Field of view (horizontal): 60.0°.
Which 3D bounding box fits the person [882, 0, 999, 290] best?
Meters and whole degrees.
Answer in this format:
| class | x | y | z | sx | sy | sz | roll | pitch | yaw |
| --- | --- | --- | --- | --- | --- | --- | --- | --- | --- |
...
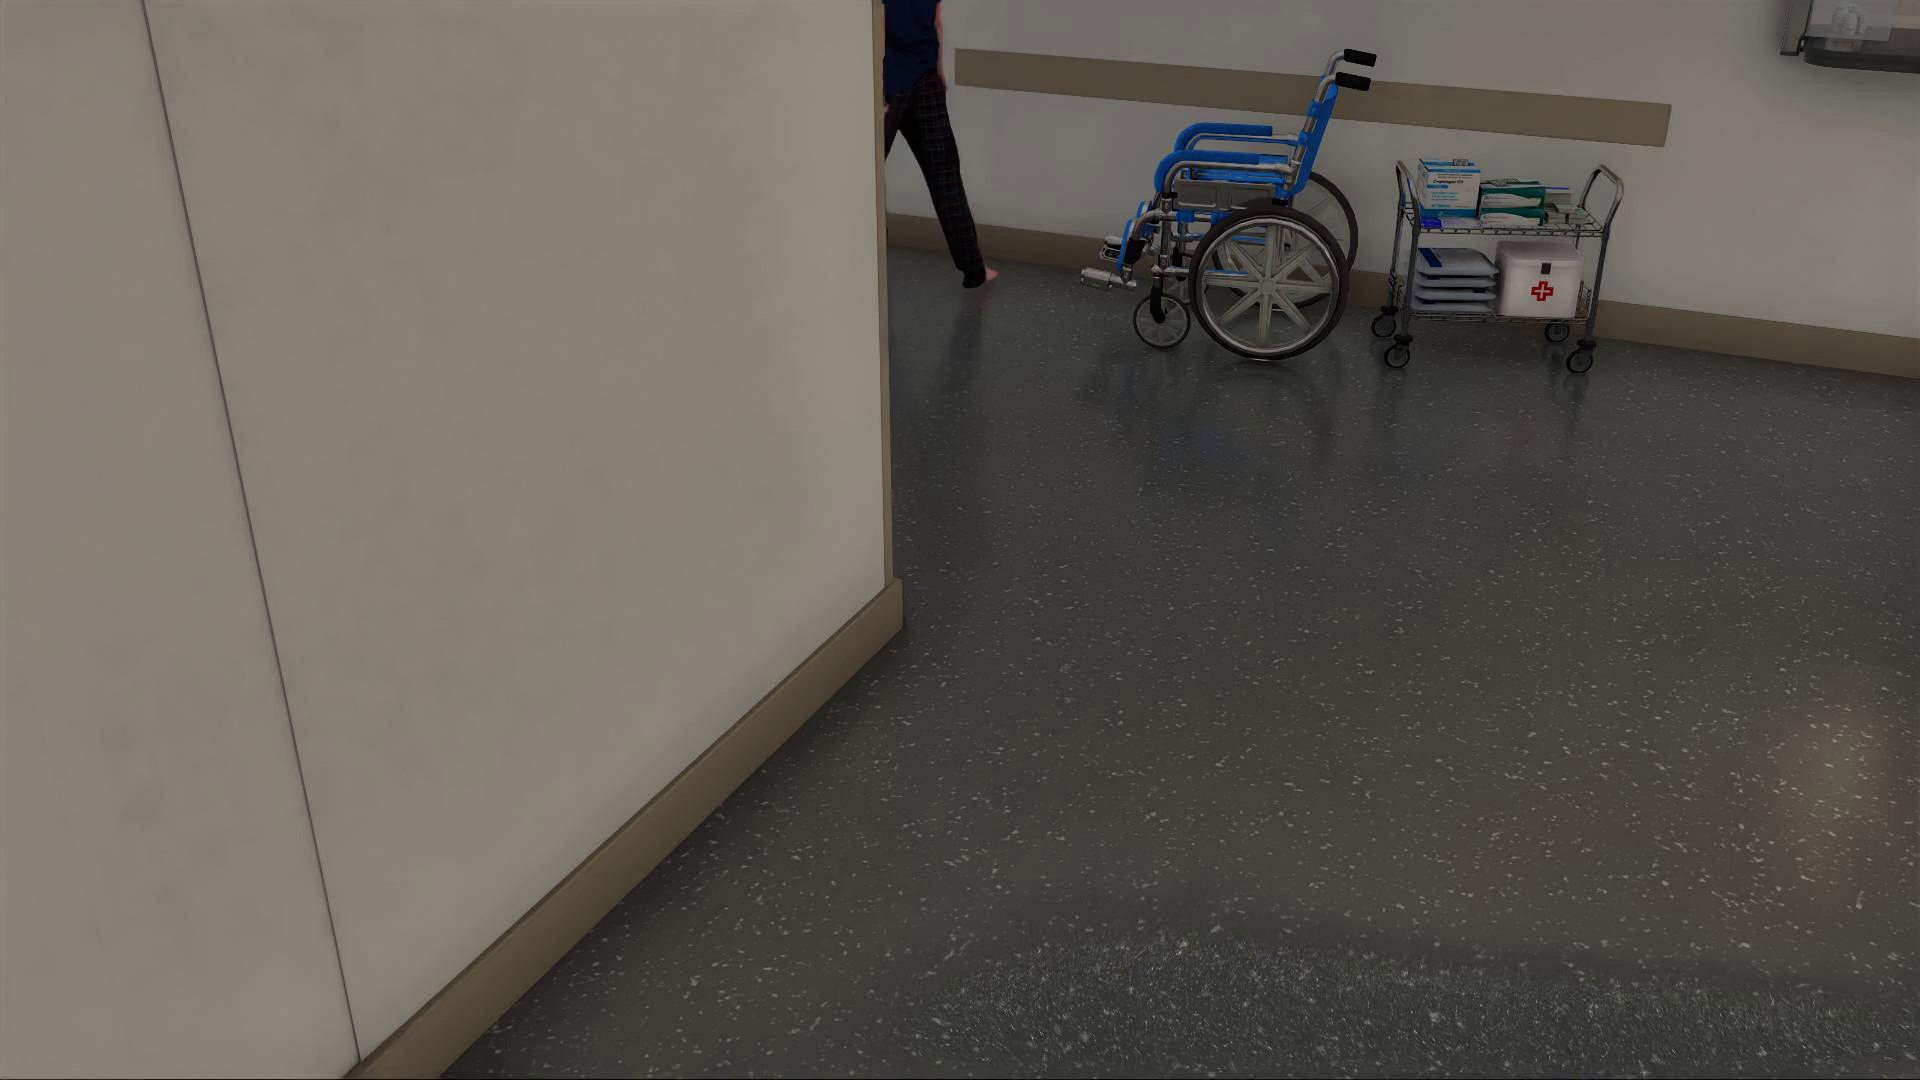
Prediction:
| class | x | y | z | sx | sy | sz | roll | pitch | yaw |
| --- | --- | --- | --- | --- | --- | --- | --- | --- | --- |
| person | -0.195 | -1.987 | 7.317 | 1.005 | 1.831 | 1.014 | -19 | 32 | -34 |
